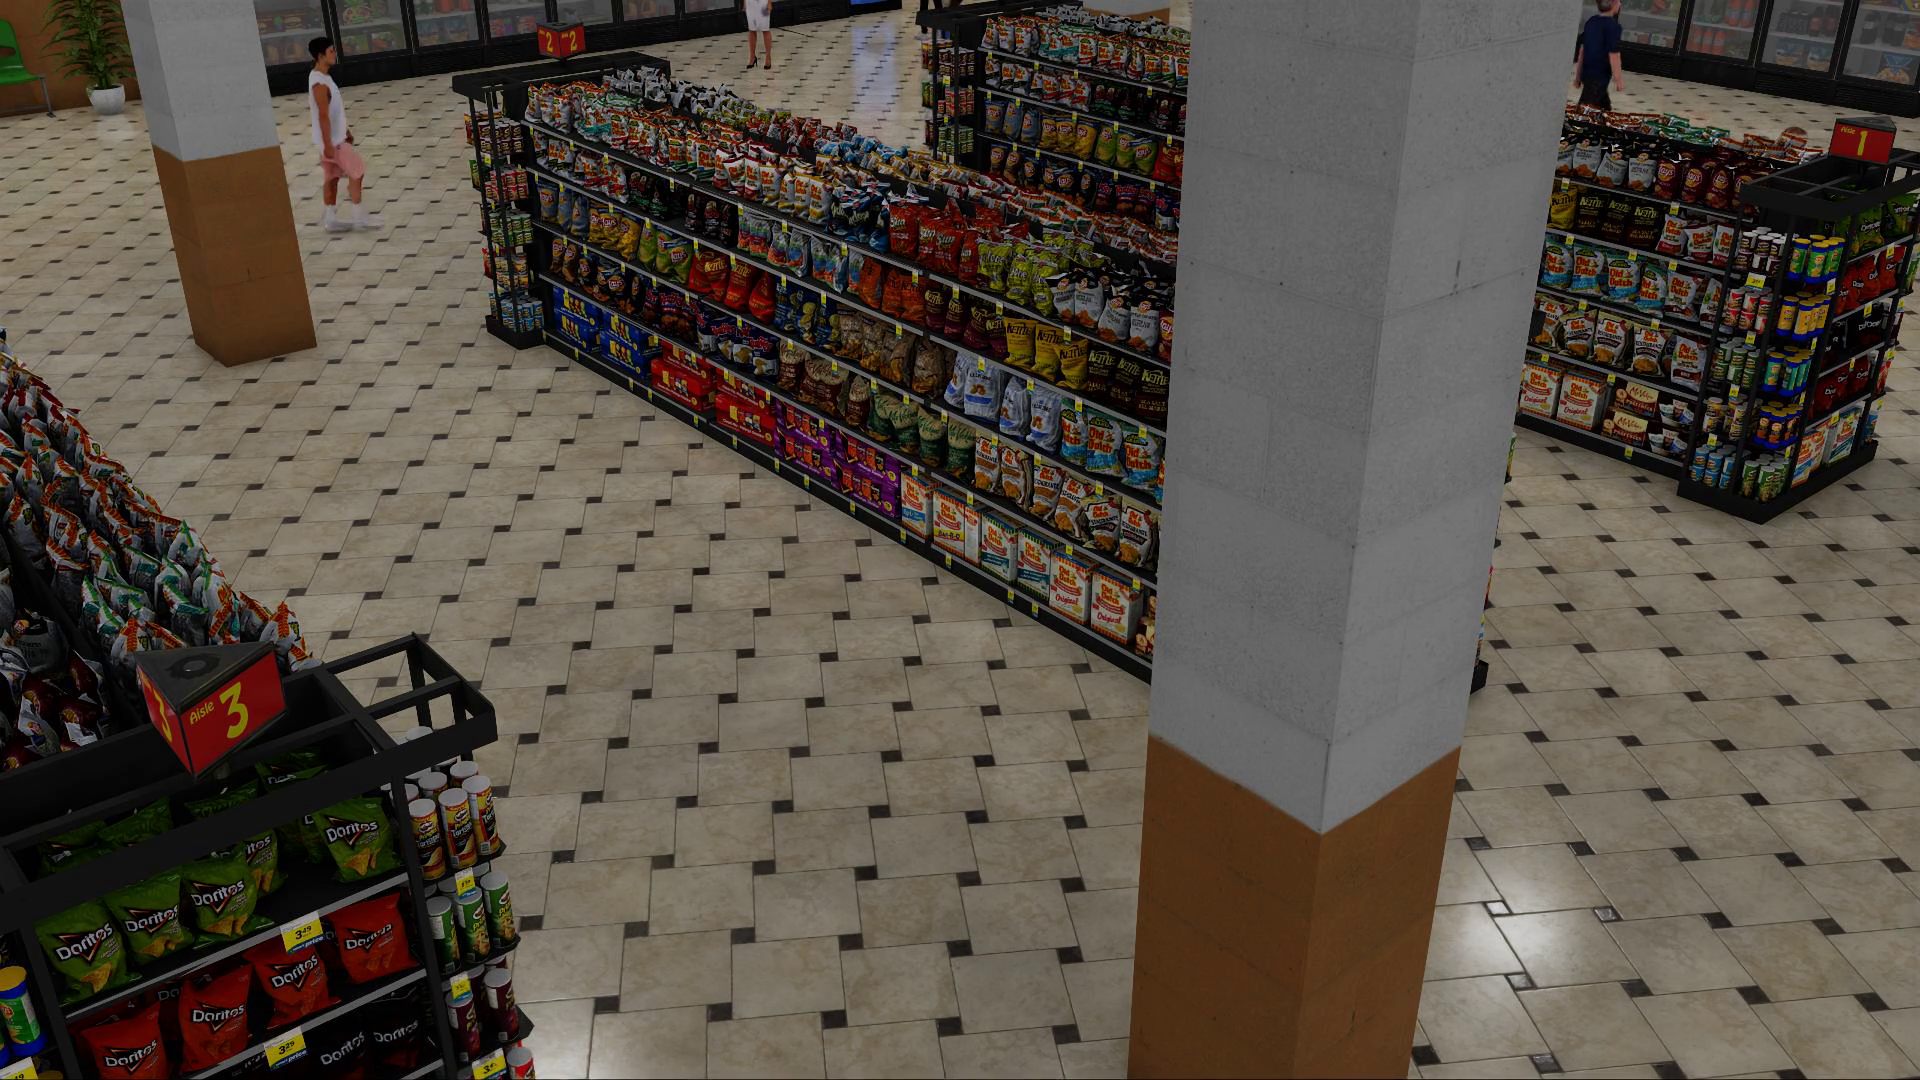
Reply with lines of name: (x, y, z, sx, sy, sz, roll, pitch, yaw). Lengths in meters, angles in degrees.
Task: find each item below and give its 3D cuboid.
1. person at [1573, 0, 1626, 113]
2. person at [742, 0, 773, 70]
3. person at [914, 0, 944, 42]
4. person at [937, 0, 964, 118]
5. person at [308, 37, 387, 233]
person: (6.503, -4.720, 17.242, 1.157, 1.814, 1.263, -4, 27, -8)
person: (-2.700, -7.198, 22.198, 0.617, 1.751, 0.710, 7, 28, 14)
person: (-0.439, -8.225, 24.025, 0.736, 1.931, 0.687, -12, 29, -23)
person: (-0.076, -5.408, 18.844, 0.858, 1.593, 0.896, 6, 27, 11)
person: (-5.856, -3.682, 15.244, 0.812, 1.770, 0.787, -11, 29, -21)
